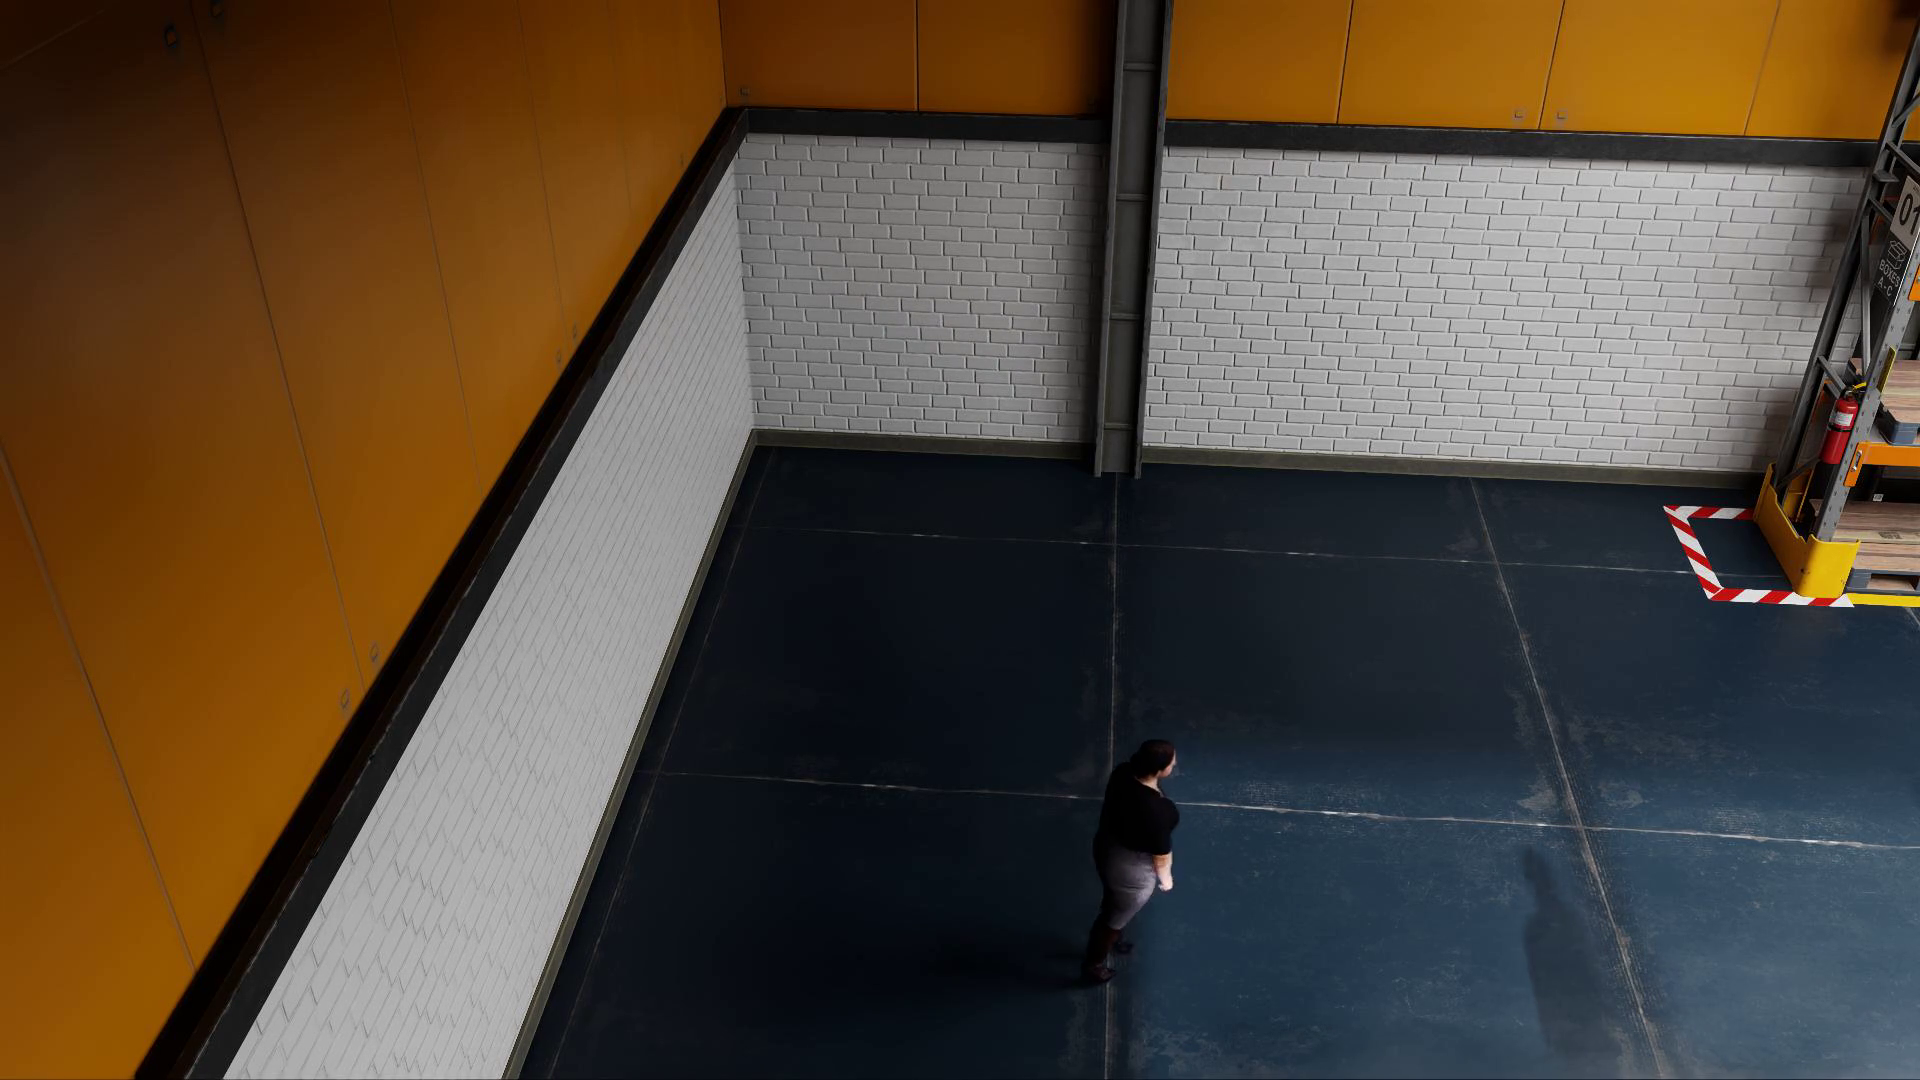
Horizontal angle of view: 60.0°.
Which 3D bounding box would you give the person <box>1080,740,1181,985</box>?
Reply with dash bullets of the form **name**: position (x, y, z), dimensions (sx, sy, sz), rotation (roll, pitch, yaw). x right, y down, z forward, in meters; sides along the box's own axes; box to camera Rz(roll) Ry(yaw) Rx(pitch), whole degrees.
- **person**: position (0.827, 1.803, 9.095), dimensions (0.844, 1.727, 0.792), rotation (-11, 35, -16)
